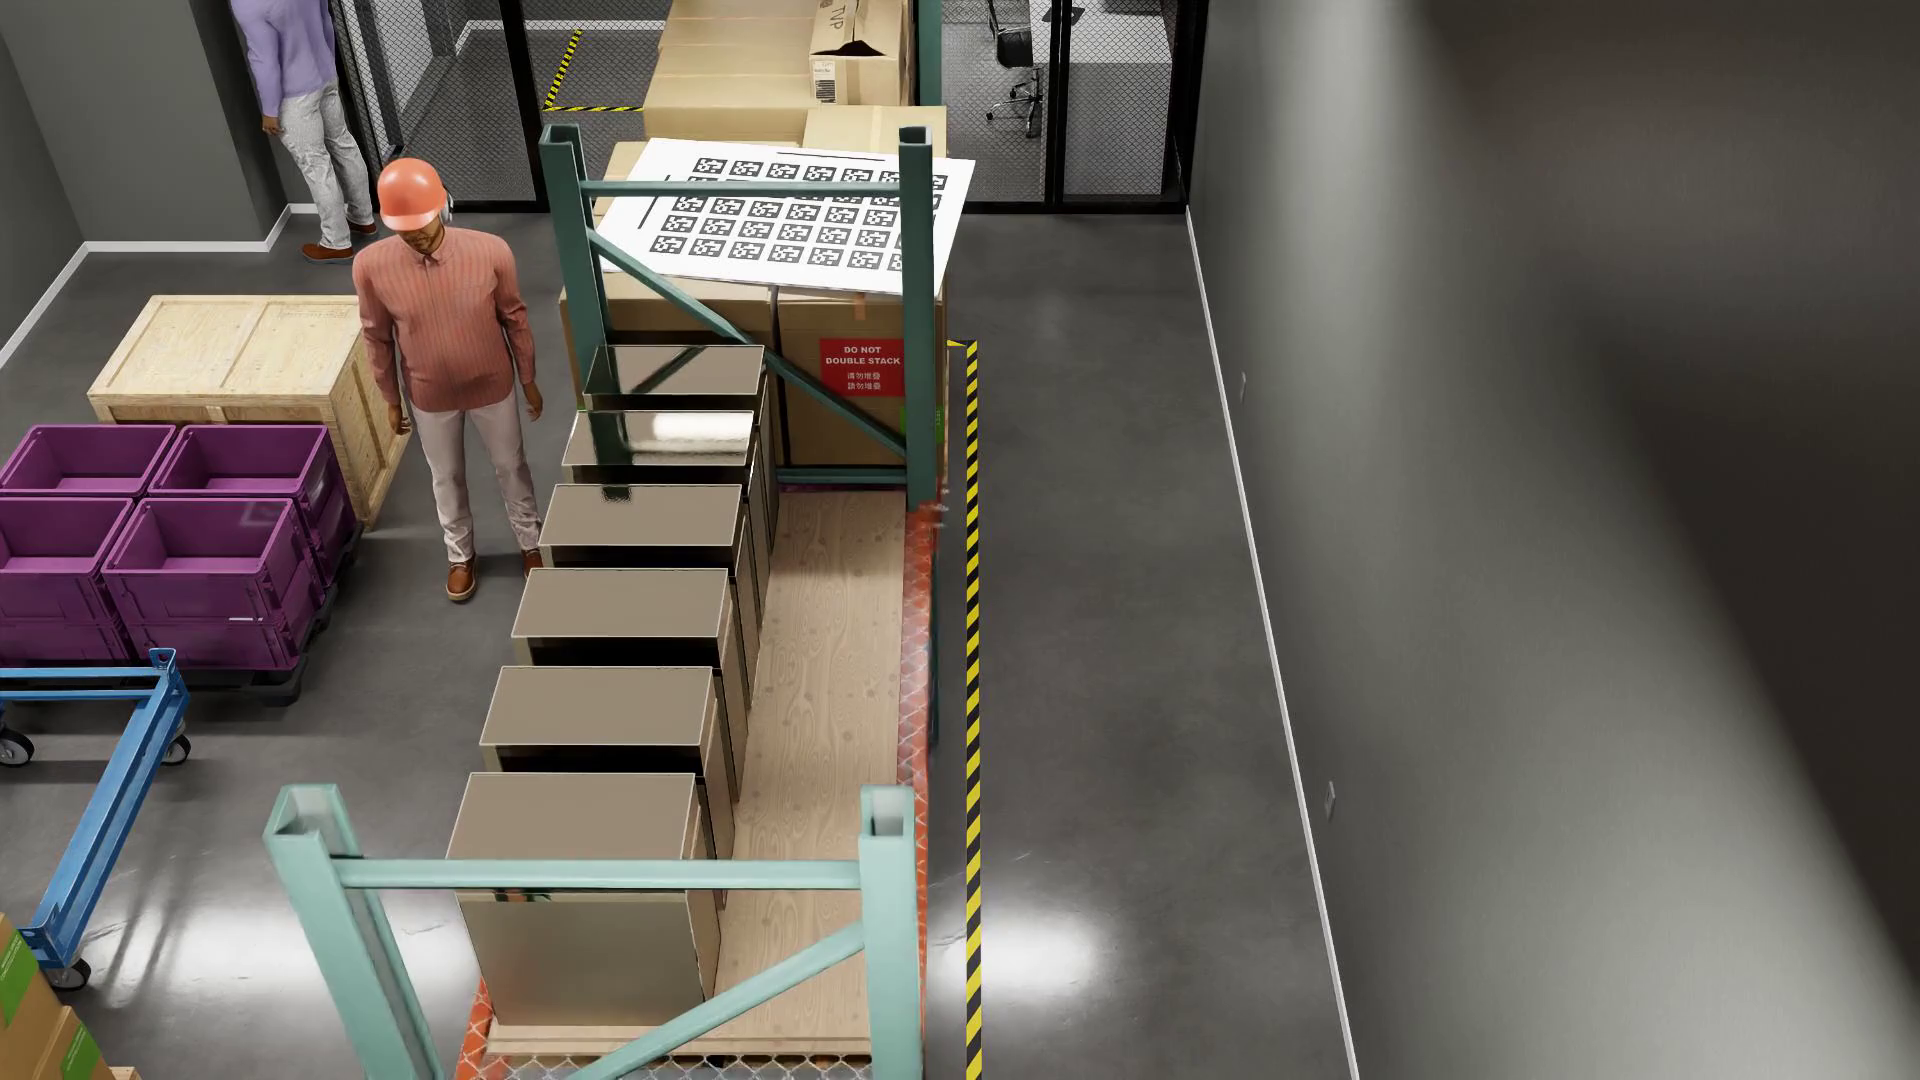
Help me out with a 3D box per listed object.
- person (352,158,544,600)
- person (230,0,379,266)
[{"bbox_3d":[-1.962,-0.600,6.530,0.623,1.992,0.396,-9,42,-11],"label":"person"},{"bbox_3d":[-3.398,-2.336,8.561,0.372,1.935,0.631,11,42,12],"label":"person"}]
